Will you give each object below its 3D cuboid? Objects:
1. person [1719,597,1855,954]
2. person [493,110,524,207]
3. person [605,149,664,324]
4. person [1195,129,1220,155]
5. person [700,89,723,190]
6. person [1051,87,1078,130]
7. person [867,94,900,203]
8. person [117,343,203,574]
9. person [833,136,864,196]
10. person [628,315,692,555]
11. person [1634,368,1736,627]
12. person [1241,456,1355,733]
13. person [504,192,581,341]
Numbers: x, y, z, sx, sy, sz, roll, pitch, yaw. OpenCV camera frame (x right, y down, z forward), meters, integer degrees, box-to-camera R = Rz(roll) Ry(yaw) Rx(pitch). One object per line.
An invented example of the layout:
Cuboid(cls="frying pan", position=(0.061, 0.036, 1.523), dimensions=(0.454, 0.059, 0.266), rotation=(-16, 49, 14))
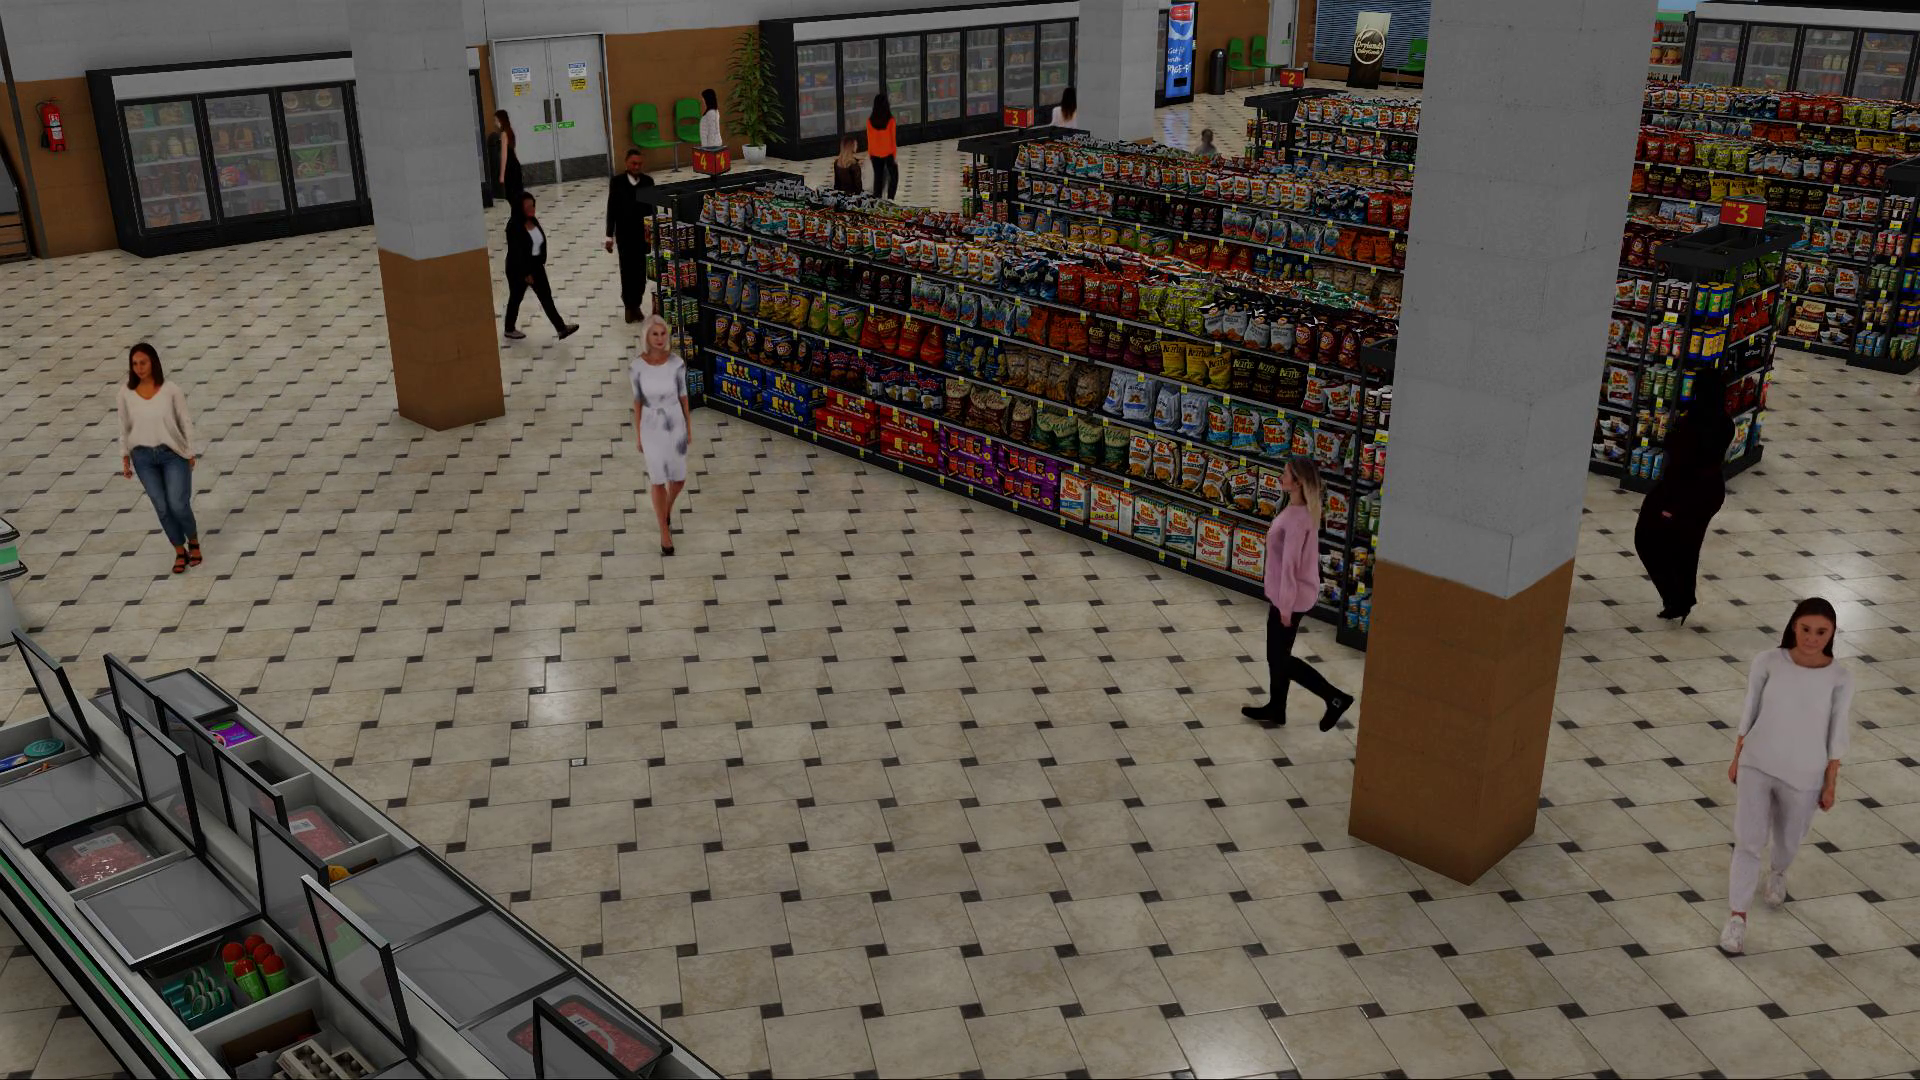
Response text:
Cuboid(cls="person", position=(3.828, 1.039, 7.705), dimensions=(1.007, 1.661, 0.856), rotation=(11, 25, 26))
Cuboid(cls="person", position=(-6.115, -5.069, 22.861), dimensions=(0.847, 1.694, 0.797), rotation=(5, 22, 12))
Cuboid(cls="person", position=(-3.622, -3.370, 18.387), dimensions=(0.881, 1.877, 0.920), rotation=(-10, 24, -23))
Cuboid(cls="person", position=(3.528, -5.255, 23.907), dimensions=(0.605, 1.259, 0.676), rotation=(3, 22, 7))
Cuboid(cls="person", position=(-3.771, -6.040, 25.354), dimensions=(0.760, 1.637, 0.685), rotation=(-2, 22, -4))
Cuboid(cls="person", position=(1.617, -5.980, 25.184), dimensions=(1.005, 1.653, 0.988), rotation=(7, 23, 17))
Cuboid(cls="person", position=(-1.130, -5.483, 23.835), dimensions=(0.708, 1.736, 0.798), rotation=(7, 23, 18))
Cuboid(cls="person", position=(-5.620, -0.590, 11.753), dimensions=(0.724, 1.665, 0.770), rotation=(-2, 22, -6))
Cuboid(cls="person", position=(-1.368, -4.111, 20.463), dimensions=(0.415, 1.704, 0.659), rotation=(20, 30, 41))
Cuboid(cls="person", position=(-2.192, -0.808, 12.199), dimensions=(0.788, 1.737, 0.975), rotation=(-9, 23, -21))
Cuboid(cls="person", position=(4.777, -0.233, 10.754), dimensions=(0.760, 1.747, 0.759), rotation=(-12, 25, -28))
Cuboid(cls="person", position=(1.965, 0.337, 9.435), dimensions=(0.979, 1.672, 0.816), rotation=(8, 23, 20))
Cuboid(cls="person", position=(-4.637, -2.830, 17.465), dimensions=(1.187, 1.562, 0.976), rotation=(7, 23, 16))
